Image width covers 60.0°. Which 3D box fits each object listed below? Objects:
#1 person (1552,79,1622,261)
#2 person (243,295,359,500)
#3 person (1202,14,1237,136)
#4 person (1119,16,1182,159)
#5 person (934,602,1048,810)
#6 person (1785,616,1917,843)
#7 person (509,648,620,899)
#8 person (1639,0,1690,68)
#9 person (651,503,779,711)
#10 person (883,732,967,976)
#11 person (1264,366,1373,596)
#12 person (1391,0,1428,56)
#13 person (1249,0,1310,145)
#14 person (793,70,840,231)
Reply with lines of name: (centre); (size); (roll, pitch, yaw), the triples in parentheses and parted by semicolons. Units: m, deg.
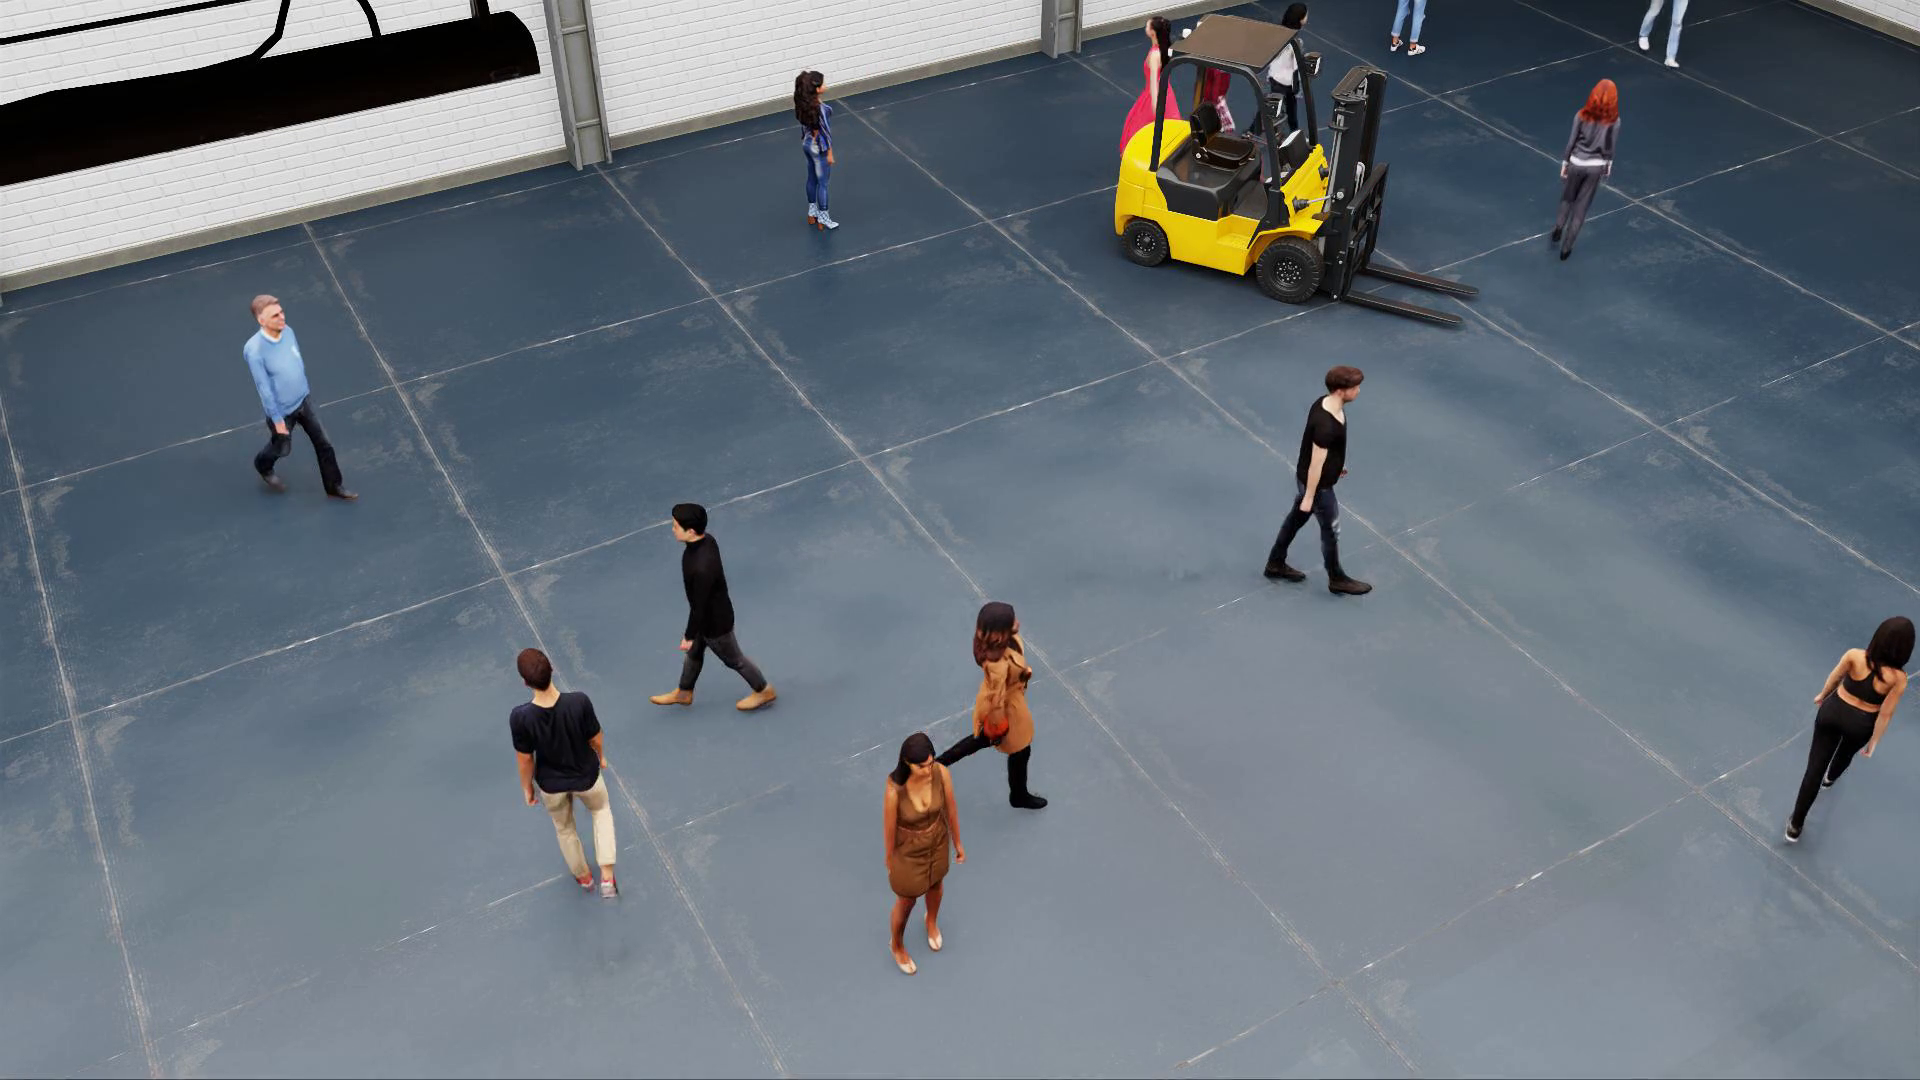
person: (5.883, -3.444, 15.667); (0.787, 1.763, 0.876); (18, 42, 21)
person: (-5.196, -1.062, 12.662); (1.098, 1.790, 1.141); (17, 42, 20)
person: (2.548, -4.595, 17.175); (0.913, 1.680, 0.853); (3, 39, 4)
person: (2.101, -4.497, 17.046); (0.979, 1.687, 1.118); (20, 43, 24)
person: (0.166, 1.030, 10.112); (1.144, 1.703, 0.967); (-1, 39, -1)
person: (5.315, 1.161, 10.030); (0.862, 1.600, 1.139); (24, 45, 27)
person: (-2.220, 1.415, 9.520); (0.777, 1.840, 0.792); (-10, 40, -12)
person: (8.345, -6.548, 19.526); (1.244, 1.798, 1.145); (1, 39, 1)
person: (-1.534, 0.481, 10.814); (1.137, 1.685, 0.826); (-10, 40, -13)
person: (-0.227, 1.667, 9.332); (0.548, 1.681, 0.663); (-20, 43, -23)
person: (2.436, -0.429, 11.805); (1.145, 1.871, 1.065); (7, 39, 9)
person: (5.395, -6.598, 19.720); (0.656, 1.634, 0.605); (30, 48, 32)
person: (3.292, -4.760, 17.410); (1.237, 1.643, 0.882); (-8, 39, -9)
person: (-1.394, -3.818, 16.255); (0.551, 1.614, 0.606); (-22, 44, -25)
